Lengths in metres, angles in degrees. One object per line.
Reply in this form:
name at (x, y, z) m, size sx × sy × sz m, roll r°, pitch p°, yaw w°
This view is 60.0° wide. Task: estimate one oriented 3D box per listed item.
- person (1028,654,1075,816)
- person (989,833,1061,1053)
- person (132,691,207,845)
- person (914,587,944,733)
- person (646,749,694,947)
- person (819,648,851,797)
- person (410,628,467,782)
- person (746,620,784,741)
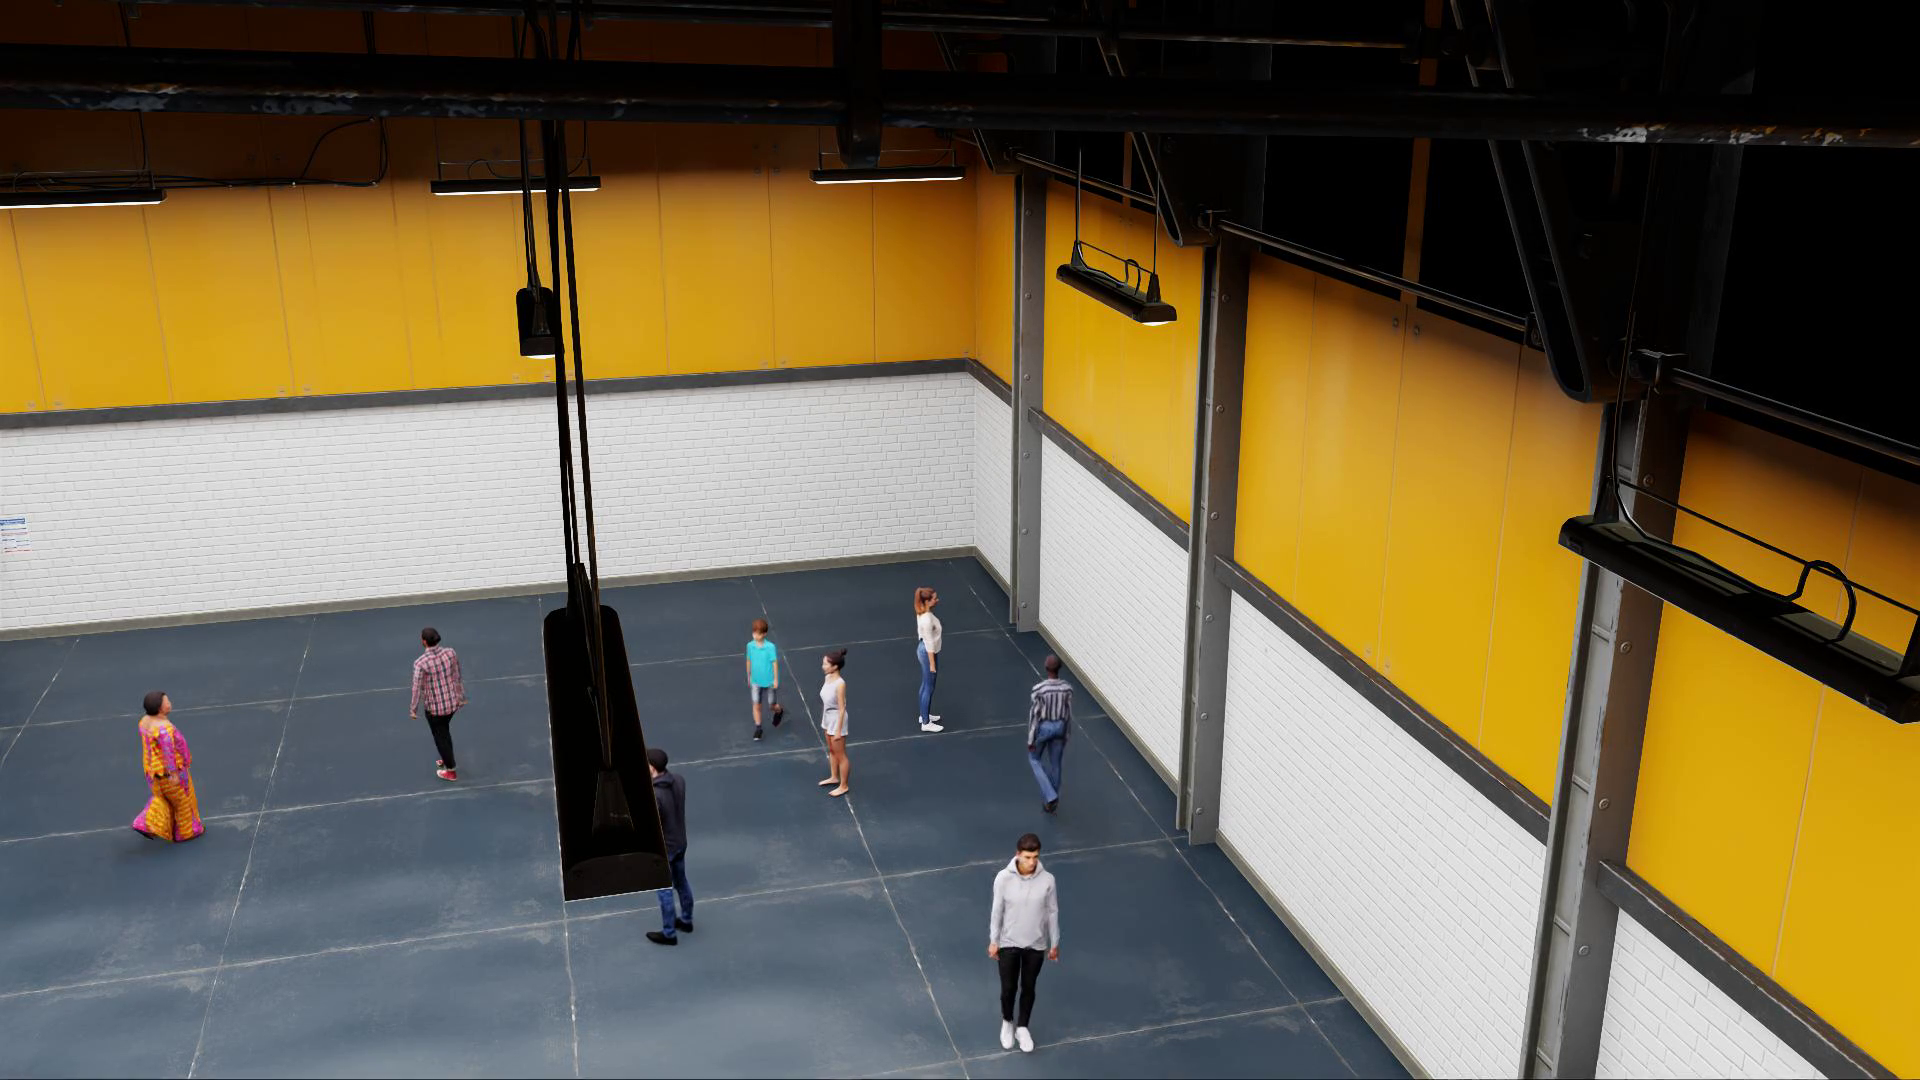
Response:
person at (0.961, 2.051, 17.077) m, size 0.681 × 1.784 × 0.706 m, roll -7°, pitch 20°, yaw -21°
person at (0.488, 3.197, 13.467) m, size 0.741 × 1.917 × 0.646 m, roll -3°, pitch 19°, yaw -8°
person at (-7.979, 2.277, 16.592) m, size 0.963 × 1.665 × 0.975 m, roll 16°, pitch 24°, yaw 39°
person at (-0.373, 1.359, 19.232) m, size 0.695 × 1.720 × 0.509 m, roll -2°, pitch 19°, yaw -7°
person at (-2.611, 2.729, 14.903) m, size 0.818 × 1.887 × 0.737 m, roll 9°, pitch 20°, yaw 24°
person at (-1.325, 1.910, 17.724) m, size 0.663 × 1.637 × 0.509 m, roll -9°, pitch 21°, yaw -25°
person at (-5.558, 1.782, 17.935) m, size 0.969 × 1.747 × 0.917 m, roll 13°, pitch 23°, yaw 34°
person at (-2.235, 1.563, 19.069) m, size 0.722 × 1.438 × 0.831 m, roll 5°, pitch 19°, yaw 14°
